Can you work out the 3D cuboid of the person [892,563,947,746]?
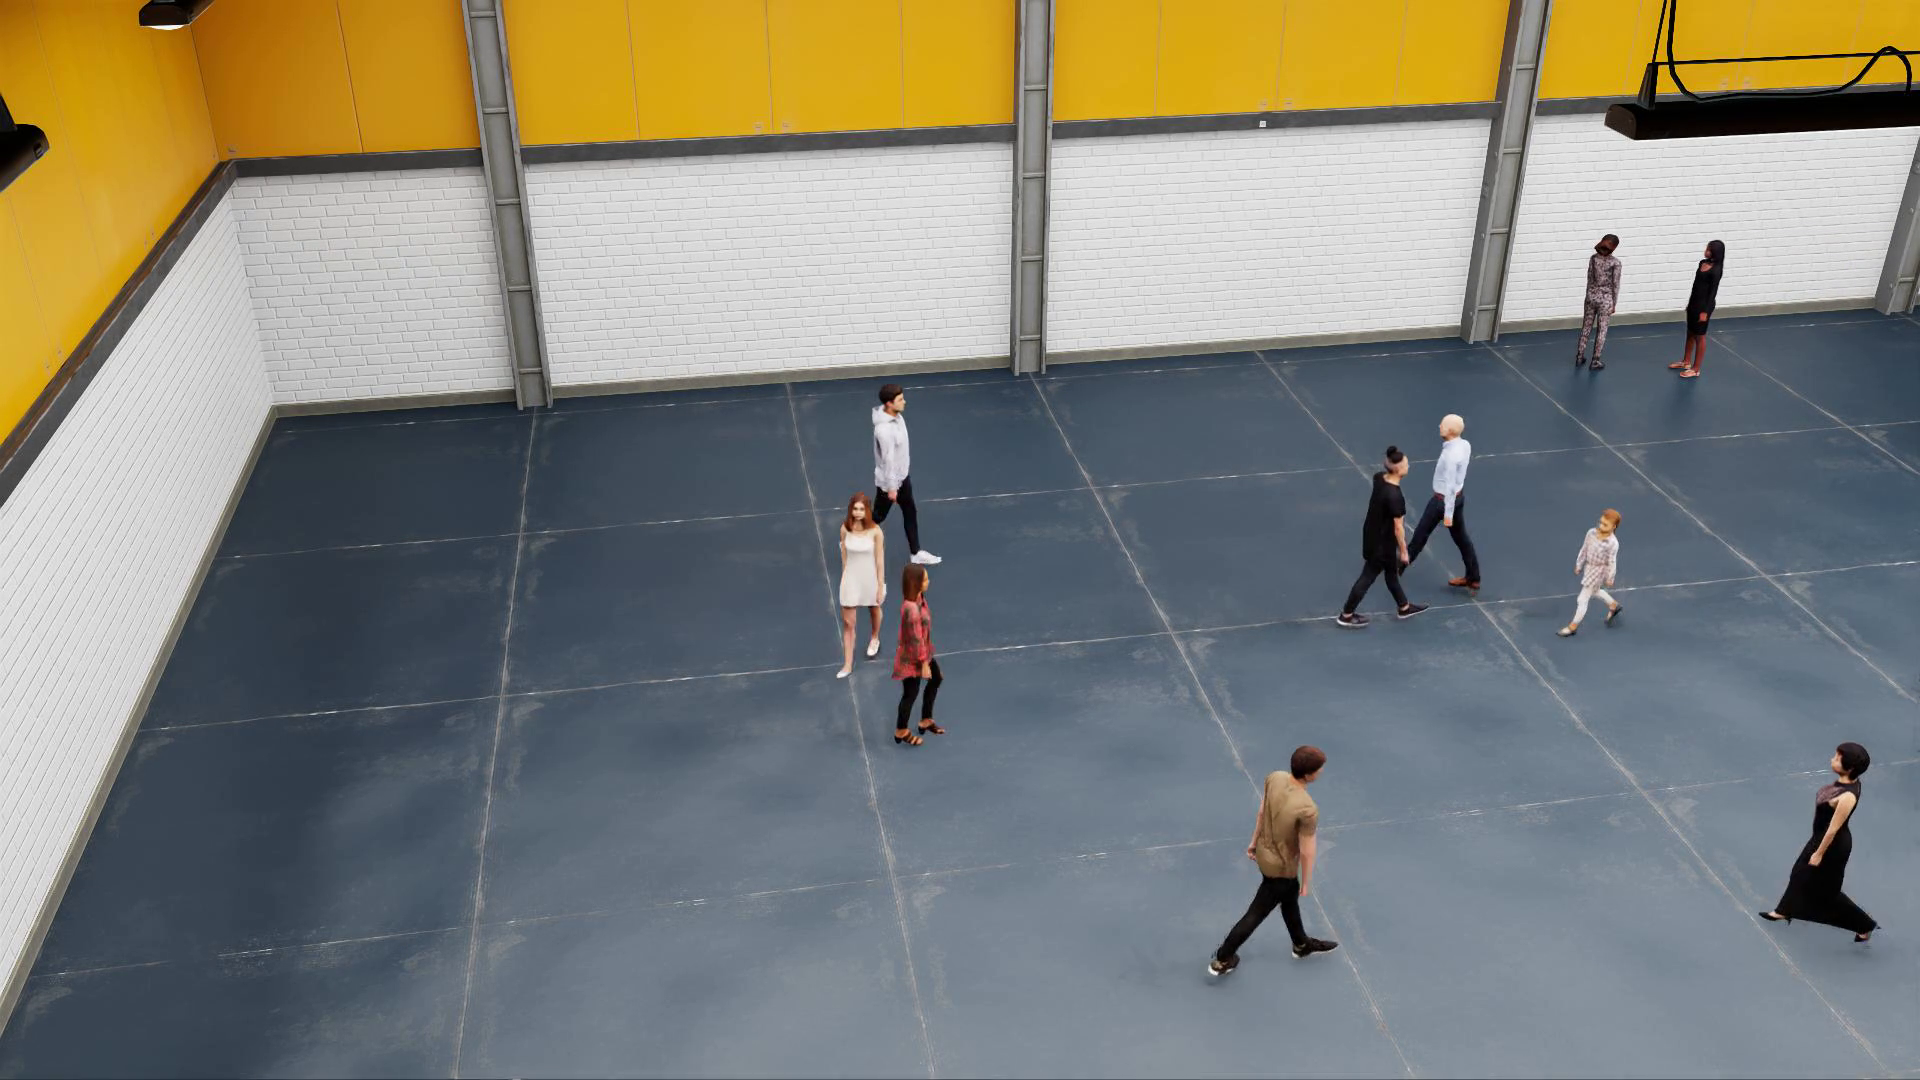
[{"bbox_3d":[-0.444,0.932,13.382,0.712,1.690,0.691,1,29,2],"label":"person"}]

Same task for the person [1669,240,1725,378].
[{"bbox_3d":[9.025,-2.835,20.255,0.540,1.721,0.635,-2,29,-3],"label":"person"}]

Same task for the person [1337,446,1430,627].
[{"bbox_3d":[3.708,-0.003,14.954,1.127,1.826,0.792,-1,29,-1],"label":"person"}]

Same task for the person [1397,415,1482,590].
[{"bbox_3d":[4.647,-0.297,15.587,1.312,1.736,1.188,16,32,27],"label":"person"}]

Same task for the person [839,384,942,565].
[{"bbox_3d":[-0.756,-0.592,15.965,1.338,1.891,1.008,6,29,10],"label":"person"}]

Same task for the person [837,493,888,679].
[{"bbox_3d":[-0.822,0.311,14.535,1.034,1.675,0.884,6,29,11],"label":"person"}]

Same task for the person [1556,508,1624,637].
[{"bbox_3d":[5.798,0.280,15.006,0.957,1.280,0.605,-8,30,-14],"label":"person"}]

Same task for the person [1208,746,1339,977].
[{"bbox_3d":[2.026,2.151,11.027,1.220,1.806,0.775,-12,31,-21],"label":"person"}]

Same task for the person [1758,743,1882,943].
[{"bbox_3d":[6.017,2.111,11.337,1.048,1.578,0.881,10,30,18],"label":"person"}]

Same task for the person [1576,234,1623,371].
[{"bbox_3d":[7.865,-2.941,20.458,0.711,1.713,0.676,-22,36,-35],"label":"person"}]
